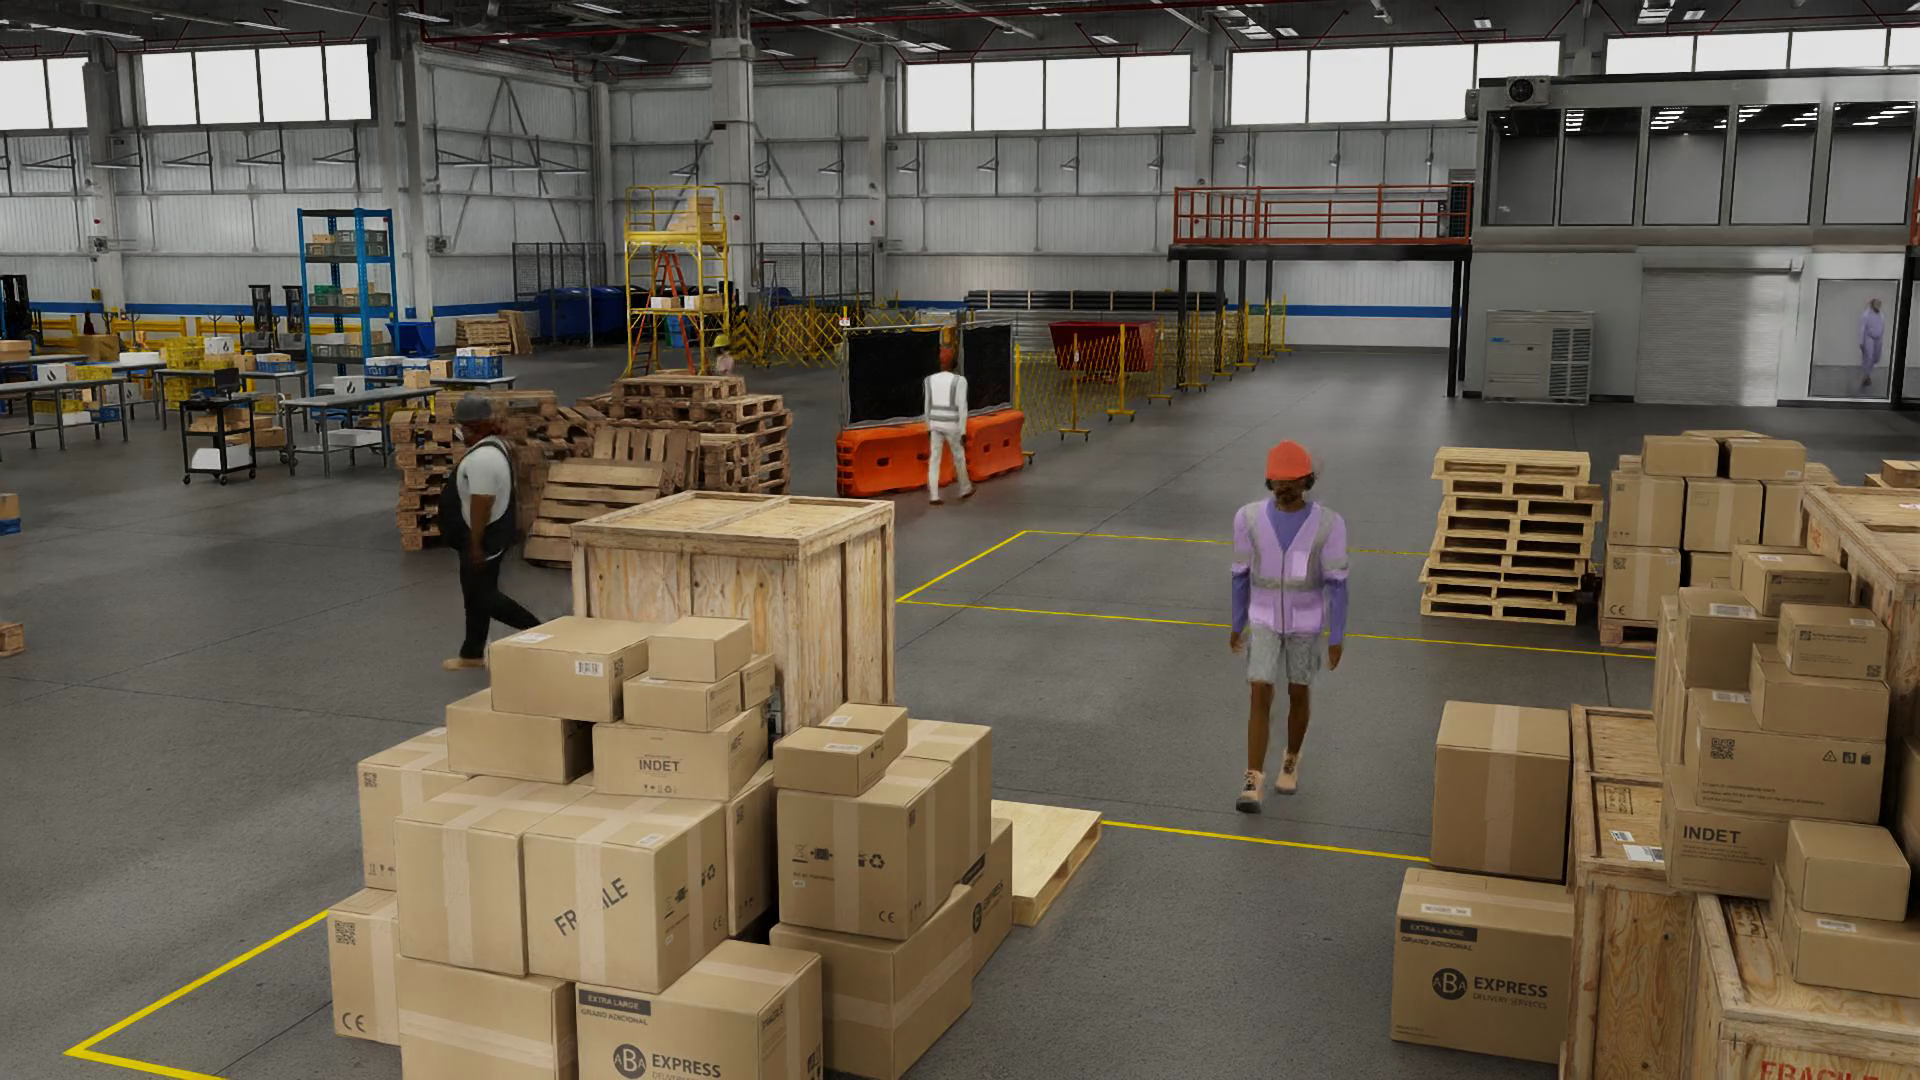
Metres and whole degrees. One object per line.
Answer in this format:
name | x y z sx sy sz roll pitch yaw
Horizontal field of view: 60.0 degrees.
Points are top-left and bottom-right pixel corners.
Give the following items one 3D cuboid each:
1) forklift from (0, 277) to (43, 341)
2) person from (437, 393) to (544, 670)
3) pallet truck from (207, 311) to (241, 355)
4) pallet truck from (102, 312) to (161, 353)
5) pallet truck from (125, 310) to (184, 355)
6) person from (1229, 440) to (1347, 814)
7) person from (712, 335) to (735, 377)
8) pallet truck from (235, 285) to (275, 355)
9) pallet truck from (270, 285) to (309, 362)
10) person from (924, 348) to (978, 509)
forklift | -27.151 -6.329 46.328 1.157 1.987 2.680 3 11 17
person | -3.301 -0.057 11.761 0.763 2.000 0.692 -2 10 -9
pallet truck | -19.537 -5.575 44.913 0.653 1.274 1.630 3 11 19
pallet truck | -23.057 -5.777 46.261 0.680 1.201 1.601 3 11 19
pallet truck | -22.038 -5.665 45.457 0.704 1.261 1.522 3 11 17
person | 1.728 0.475 8.874 0.639 1.995 1.002 3 11 19
person | -3.473 -2.081 23.969 0.713 1.738 0.552 -7 12 -34
pallet truck | -18.327 -5.835 44.421 0.823 1.965 1.885 4 11 23
pallet truck | -17.147 -5.700 43.663 0.823 1.965 1.885 3 11 17
person | -0.111 -1.306 19.367 0.606 1.832 0.951 5 11 27
